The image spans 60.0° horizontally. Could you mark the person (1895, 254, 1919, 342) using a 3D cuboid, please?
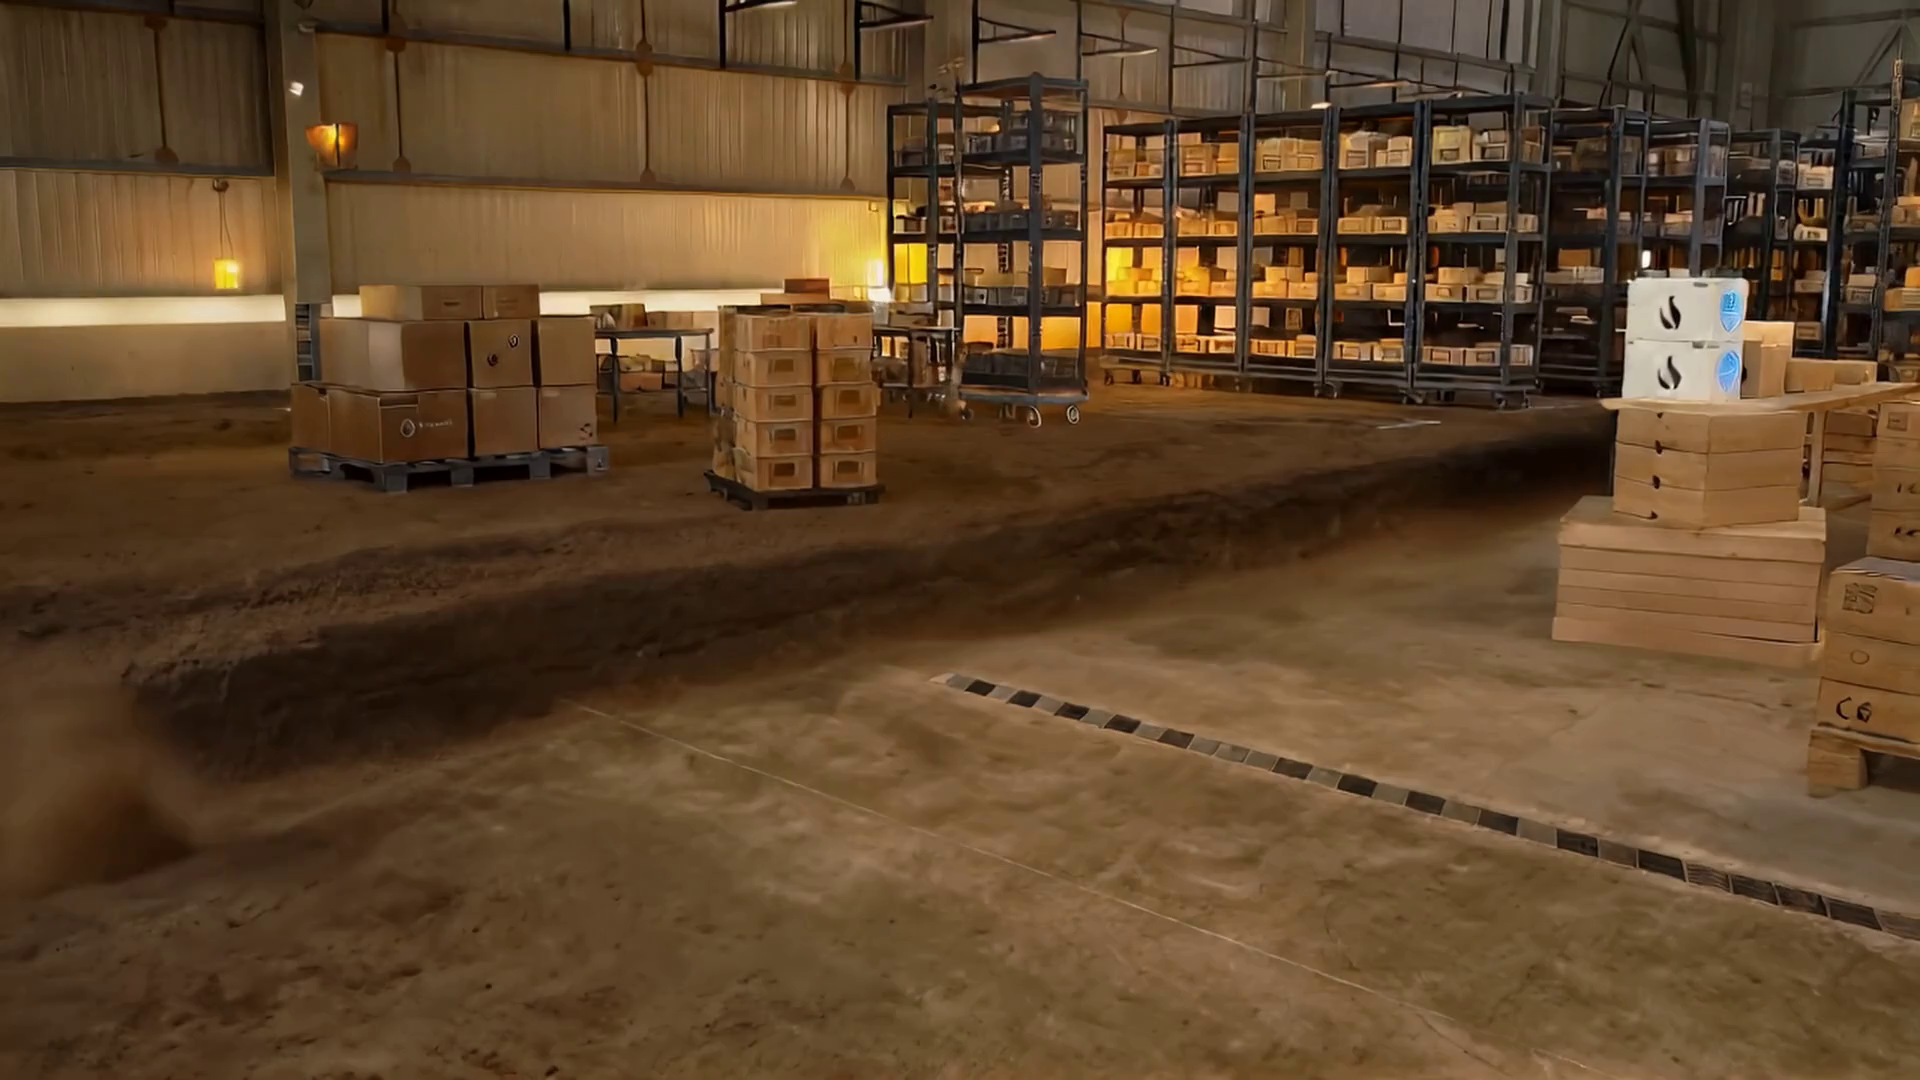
[{"bbox_3d":[13.692,-3.209,24.051,0.404,1.833,0.592,5,11,27],"label":"person"}]

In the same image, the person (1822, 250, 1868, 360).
[{"bbox_3d":[14.340,-3.735,26.962,0.674,1.913,1.035,-3,10,-17],"label":"person"}]

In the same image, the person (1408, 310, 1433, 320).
[{"bbox_3d":[8.947,-4.614,32.478,0.572,1.839,0.374,1,9,6],"label":"person"}]
